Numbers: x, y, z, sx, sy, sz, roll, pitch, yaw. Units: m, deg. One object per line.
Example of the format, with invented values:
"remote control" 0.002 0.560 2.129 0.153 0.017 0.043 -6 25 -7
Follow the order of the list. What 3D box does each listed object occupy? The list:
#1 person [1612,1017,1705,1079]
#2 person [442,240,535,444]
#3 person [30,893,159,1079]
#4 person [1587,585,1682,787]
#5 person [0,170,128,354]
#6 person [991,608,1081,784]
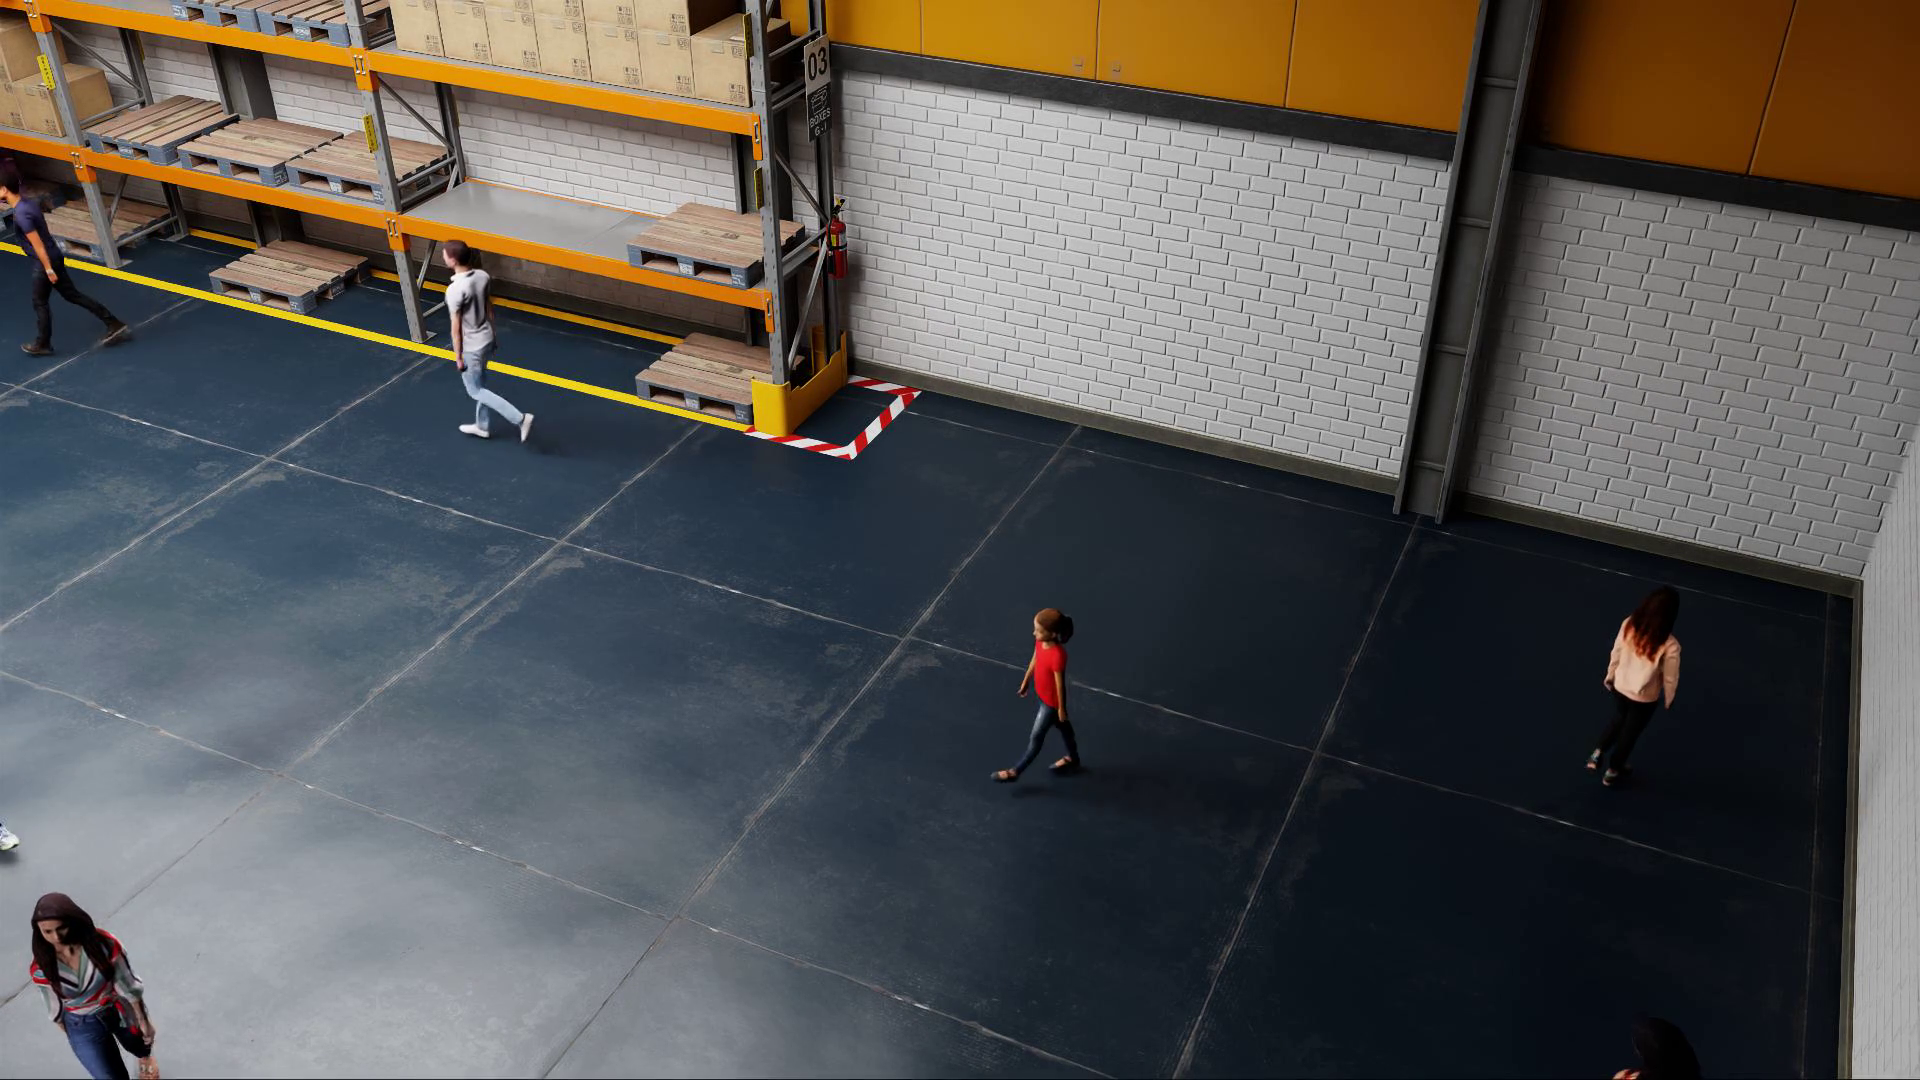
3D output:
"person" 3.064 2.795 7.294 0.648 1.666 0.809 14 36 20
"person" -3.925 -1.596 13.753 1.074 1.829 0.725 11 35 16
"person" -4.167 2.291 8.128 0.946 1.582 1.122 -19 38 -26
"person" 4.130 0.938 10.260 0.738 1.476 0.663 -18 38 -25
"person" -8.258 -2.529 15.239 1.257 1.737 1.165 -13 36 -19
"person" 0.630 0.965 10.392 0.908 1.285 0.826 -10 35 -14
